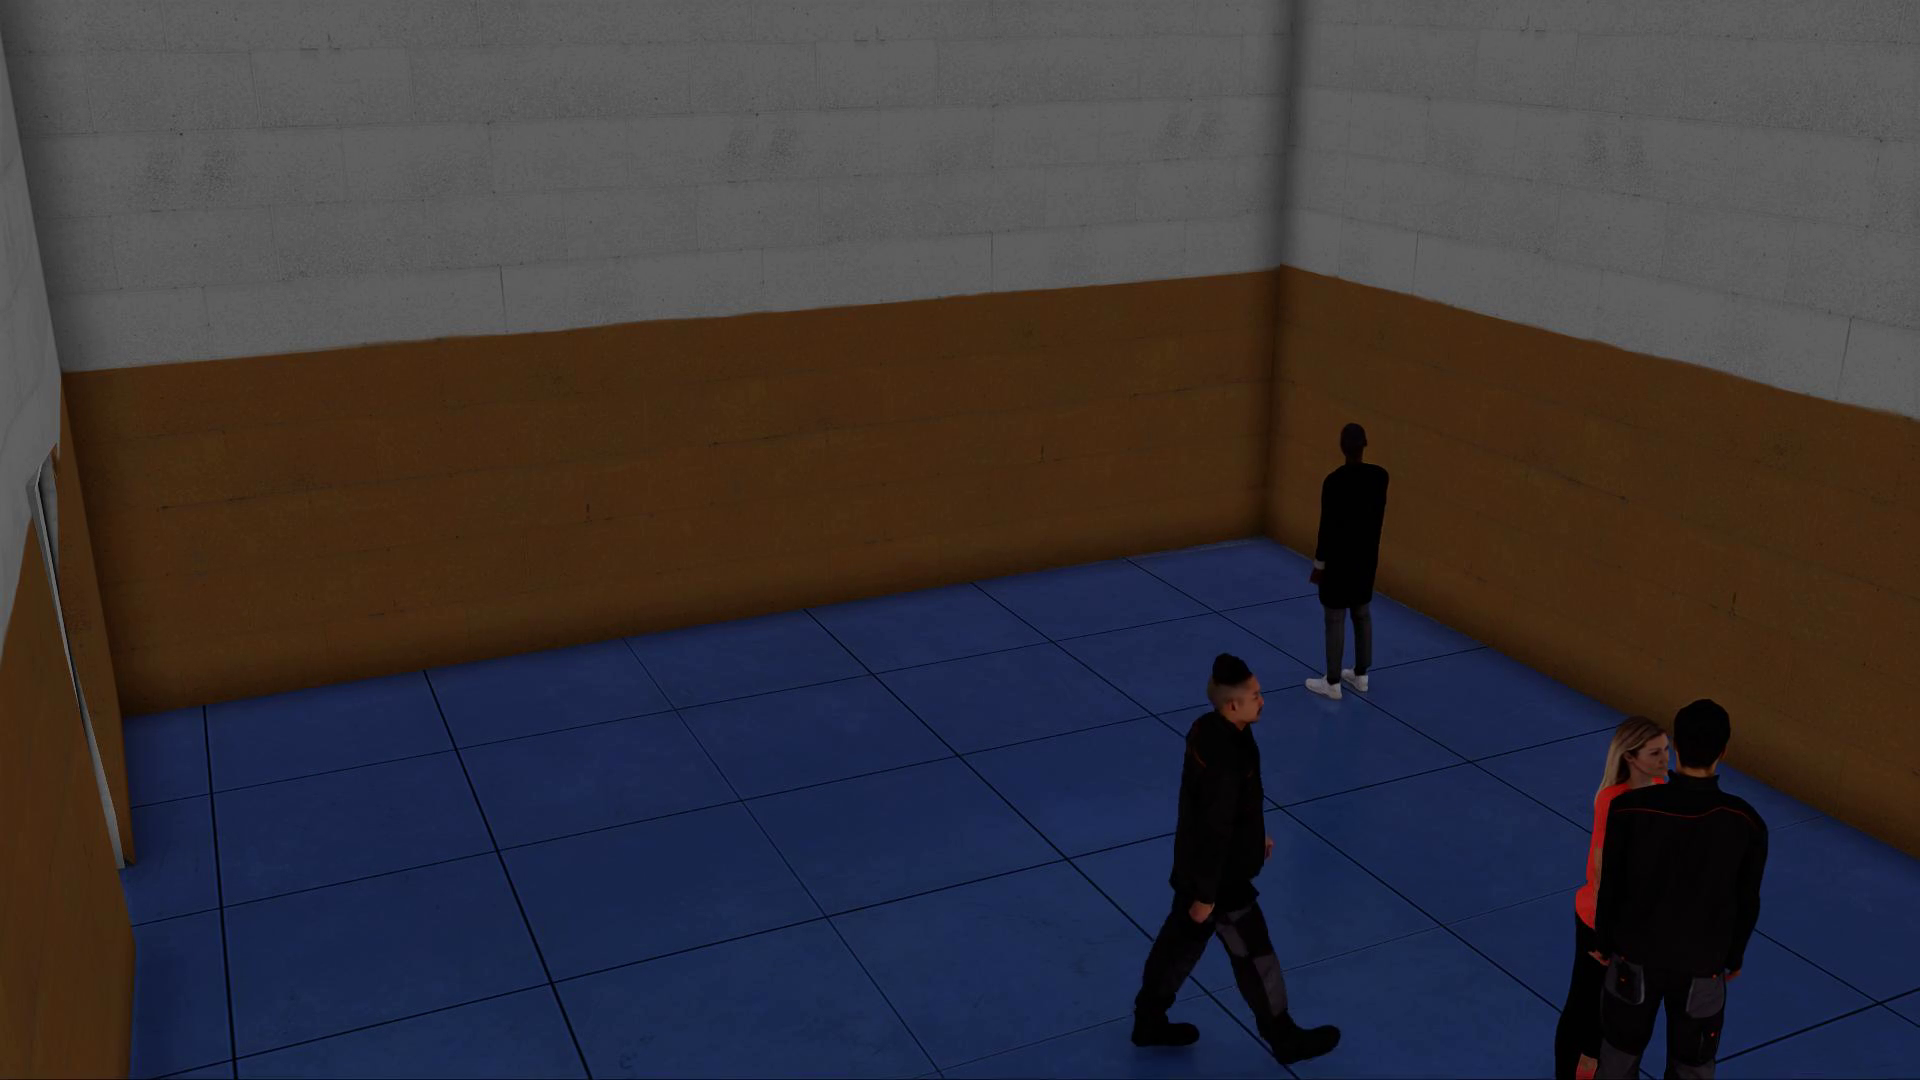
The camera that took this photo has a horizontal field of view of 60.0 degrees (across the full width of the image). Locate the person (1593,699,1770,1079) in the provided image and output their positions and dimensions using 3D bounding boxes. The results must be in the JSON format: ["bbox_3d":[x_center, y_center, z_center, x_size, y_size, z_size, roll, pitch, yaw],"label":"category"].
[{"bbox_3d":[2.591,1.484,6.074,0.776,1.946,0.845,6,20,17],"label":"person"}]

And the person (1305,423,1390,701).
[{"bbox_3d":[2.432,0.129,10.380,0.479,1.762,0.694,-9,20,-24],"label":"person"}]

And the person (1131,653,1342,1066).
[{"bbox_3d":[0.950,1.310,6.751,1.215,1.819,1.040,0,19,0],"label":"person"}]

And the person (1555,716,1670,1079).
[{"bbox_3d":[2.560,1.472,6.506,0.565,1.693,0.710,-16,24,-39],"label":"person"}]
